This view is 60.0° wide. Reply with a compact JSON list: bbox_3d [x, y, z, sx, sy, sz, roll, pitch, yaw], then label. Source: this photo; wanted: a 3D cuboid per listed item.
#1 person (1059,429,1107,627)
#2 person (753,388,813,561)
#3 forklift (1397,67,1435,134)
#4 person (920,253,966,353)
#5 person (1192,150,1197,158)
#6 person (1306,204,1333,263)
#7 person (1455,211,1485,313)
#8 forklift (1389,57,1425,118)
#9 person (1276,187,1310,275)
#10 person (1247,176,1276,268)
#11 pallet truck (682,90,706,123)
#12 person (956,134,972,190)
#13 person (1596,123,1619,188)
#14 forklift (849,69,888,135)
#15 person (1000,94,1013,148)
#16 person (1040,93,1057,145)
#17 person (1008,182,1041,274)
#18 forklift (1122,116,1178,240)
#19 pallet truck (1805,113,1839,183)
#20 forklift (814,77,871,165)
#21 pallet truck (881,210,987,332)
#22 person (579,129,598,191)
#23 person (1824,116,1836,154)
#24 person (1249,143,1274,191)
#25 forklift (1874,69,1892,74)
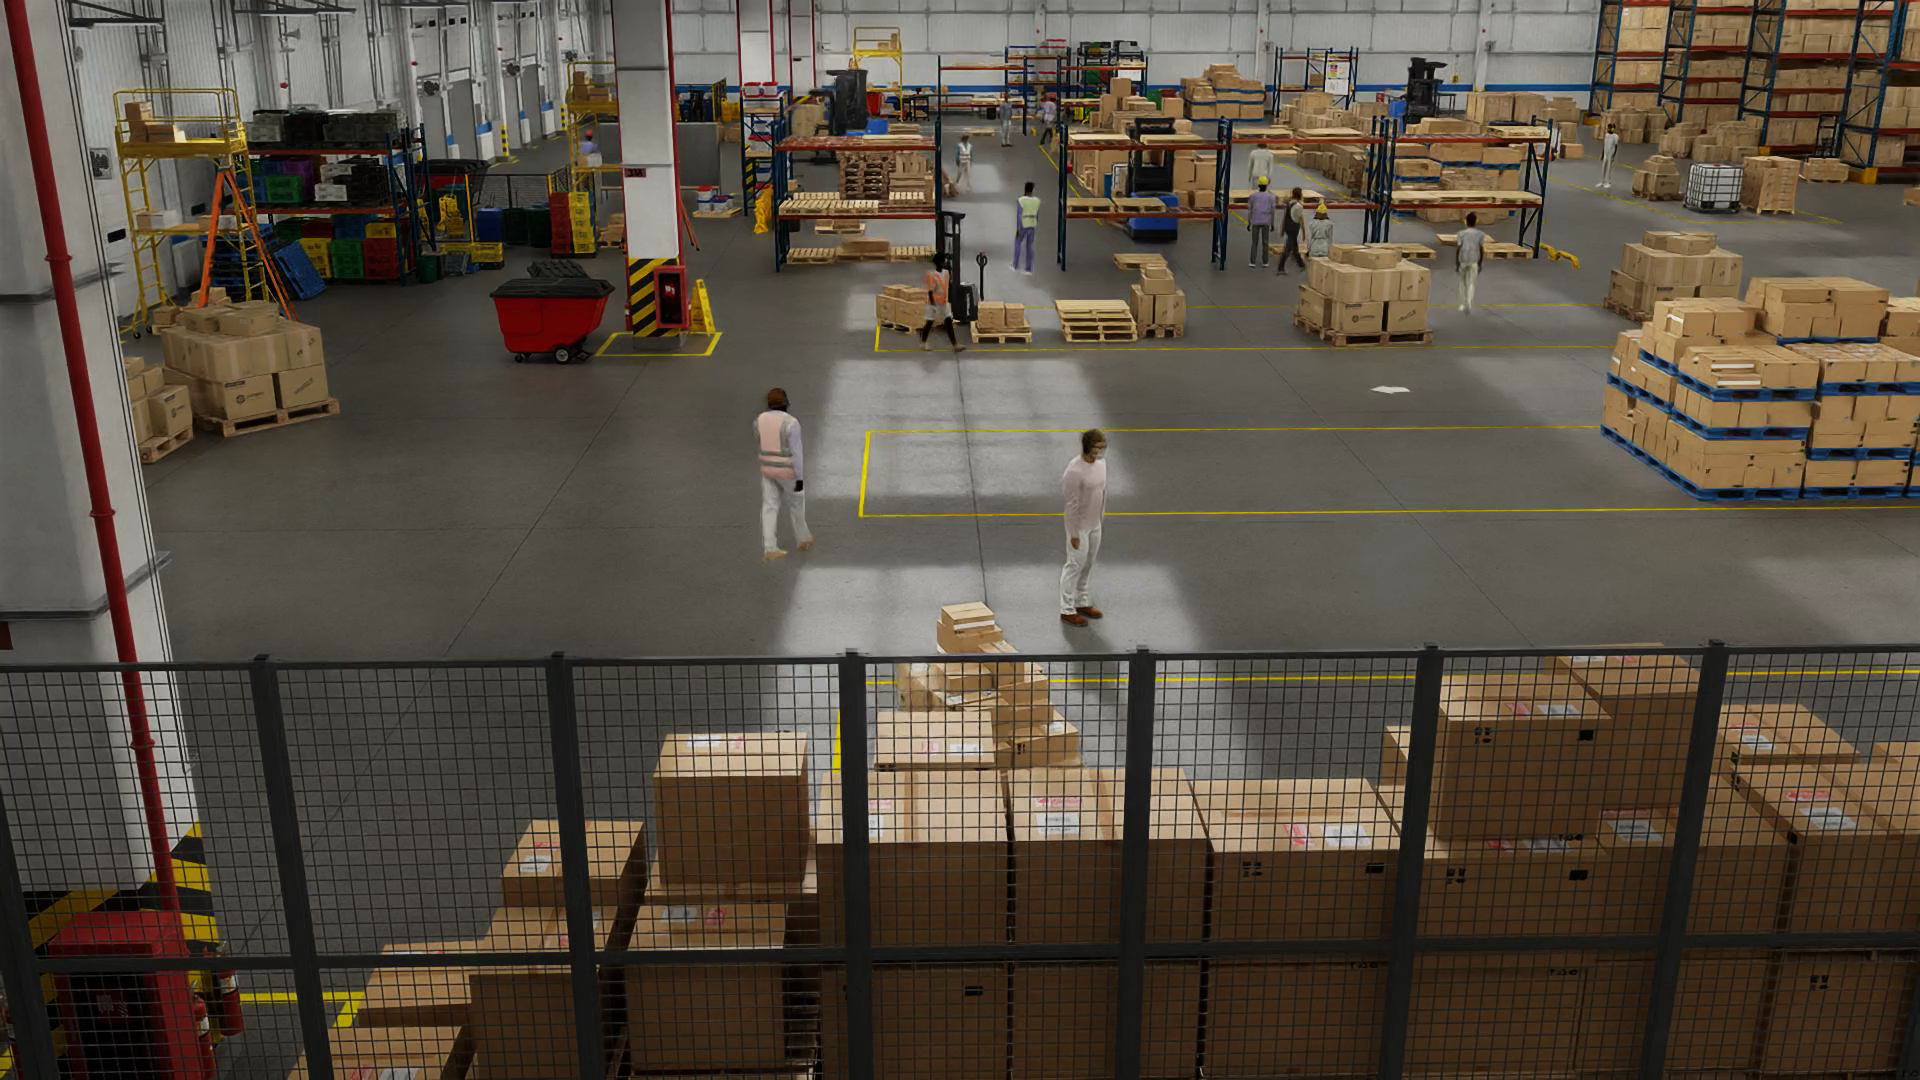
[{"bbox_3d":[1.188,-0.127,15.735,0.389,1.925,0.626,12,22,33],"label":"person"},{"bbox_3d":[-1.873,-0.719,17.679,0.658,1.796,0.844,10,21,27],"label":"person"},{"bbox_3d":[16.955,-16.071,61.546,1.129,2.768,1.873,-1,19,-2],"label":"forklift"},{"bbox_3d":[-0.324,-3.883,27.278,0.886,1.641,0.551,17,25,41],"label":"person"},{"bbox_3d":[6.423,-10.155,45.599,0.964,1.831,0.589,0,19,0],"label":"person"},{"bbox_3d":[6.992,-5.650,32.384,0.492,1.742,0.321,1,19,3],"label":"person"},{"bbox_3d":[9.367,-5.096,30.585,0.530,1.849,0.701,5,19,15],"label":"person"},{"bbox_3d":[18.821,-18.496,68.742,1.873,2.768,1.129,-1,19,-1],"label":"forklift"},{"bbox_3d":[7.010,-6.425,34.615,0.994,1.781,0.552,-8,20,-23],"label":"person"},{"bbox_3d":[6.408,-6.772,35.425,0.587,1.930,0.363,2,19,6],"label":"person"},{"bbox_3d":[-9.671,-15.907,62.421,0.823,1.965,1.885,5,19,15],"label":"pallet truck"},{"bbox_3d":[0.109,-11.075,48.669,0.523,1.619,0.683,-8,20,-21],"label":"person"},{"bbox_3d":[19.172,-11.371,49.172,0.327,1.865,0.521,-9,21,-24],"label":"person"},{"bbox_3d":[-3.627,-15.472,59.769,1.873,2.768,1.129,-10,21,-26],"label":"forklift"},{"bbox_3d":[1.690,-15.362,60.919,0.383,1.930,0.630,14,23,36],"label":"person"},{"bbox_3d":[3.350,-15.693,61.974,0.974,1.869,0.584,-13,22,-33],"label":"person"},{"bbox_3d":[1.348,-6.540,34.817,0.628,1.870,0.876,-10,21,-28],"label":"person"},{"bbox_3d":[4.550,-8.602,39.388,1.129,2.768,1.873,-1,19,-2],"label":"forklift"},{"bbox_3d":[26.403,-11.957,50.702,0.823,1.965,1.885,6,19,16],"label":"pallet truck"},{"bbox_3d":[-3.904,-13.911,55.138,1.873,2.768,1.129,-1,19,-1],"label":"forklift"},{"bbox_3d":[-0.493,-4.759,29.349,1.885,1.965,0.823,-13,23,-34],"label":"pallet truck"},{"bbox_3d":[-10.375,-10.553,46.682,0.571,1.893,0.952,2,19,7],"label":"person"},{"bbox_3d":[28.761,-13.200,54.953,0.413,1.624,0.538,1,19,2],"label":"person"},{"bbox_3d":[7.926,-9.597,43.832,0.650,1.905,0.847,5,19,16],"label":"person"},{"bbox_3d":[33.108,-15.534,59.955,1.873,2.768,1.129,-1,19,-2],"label":"forklift"}]
